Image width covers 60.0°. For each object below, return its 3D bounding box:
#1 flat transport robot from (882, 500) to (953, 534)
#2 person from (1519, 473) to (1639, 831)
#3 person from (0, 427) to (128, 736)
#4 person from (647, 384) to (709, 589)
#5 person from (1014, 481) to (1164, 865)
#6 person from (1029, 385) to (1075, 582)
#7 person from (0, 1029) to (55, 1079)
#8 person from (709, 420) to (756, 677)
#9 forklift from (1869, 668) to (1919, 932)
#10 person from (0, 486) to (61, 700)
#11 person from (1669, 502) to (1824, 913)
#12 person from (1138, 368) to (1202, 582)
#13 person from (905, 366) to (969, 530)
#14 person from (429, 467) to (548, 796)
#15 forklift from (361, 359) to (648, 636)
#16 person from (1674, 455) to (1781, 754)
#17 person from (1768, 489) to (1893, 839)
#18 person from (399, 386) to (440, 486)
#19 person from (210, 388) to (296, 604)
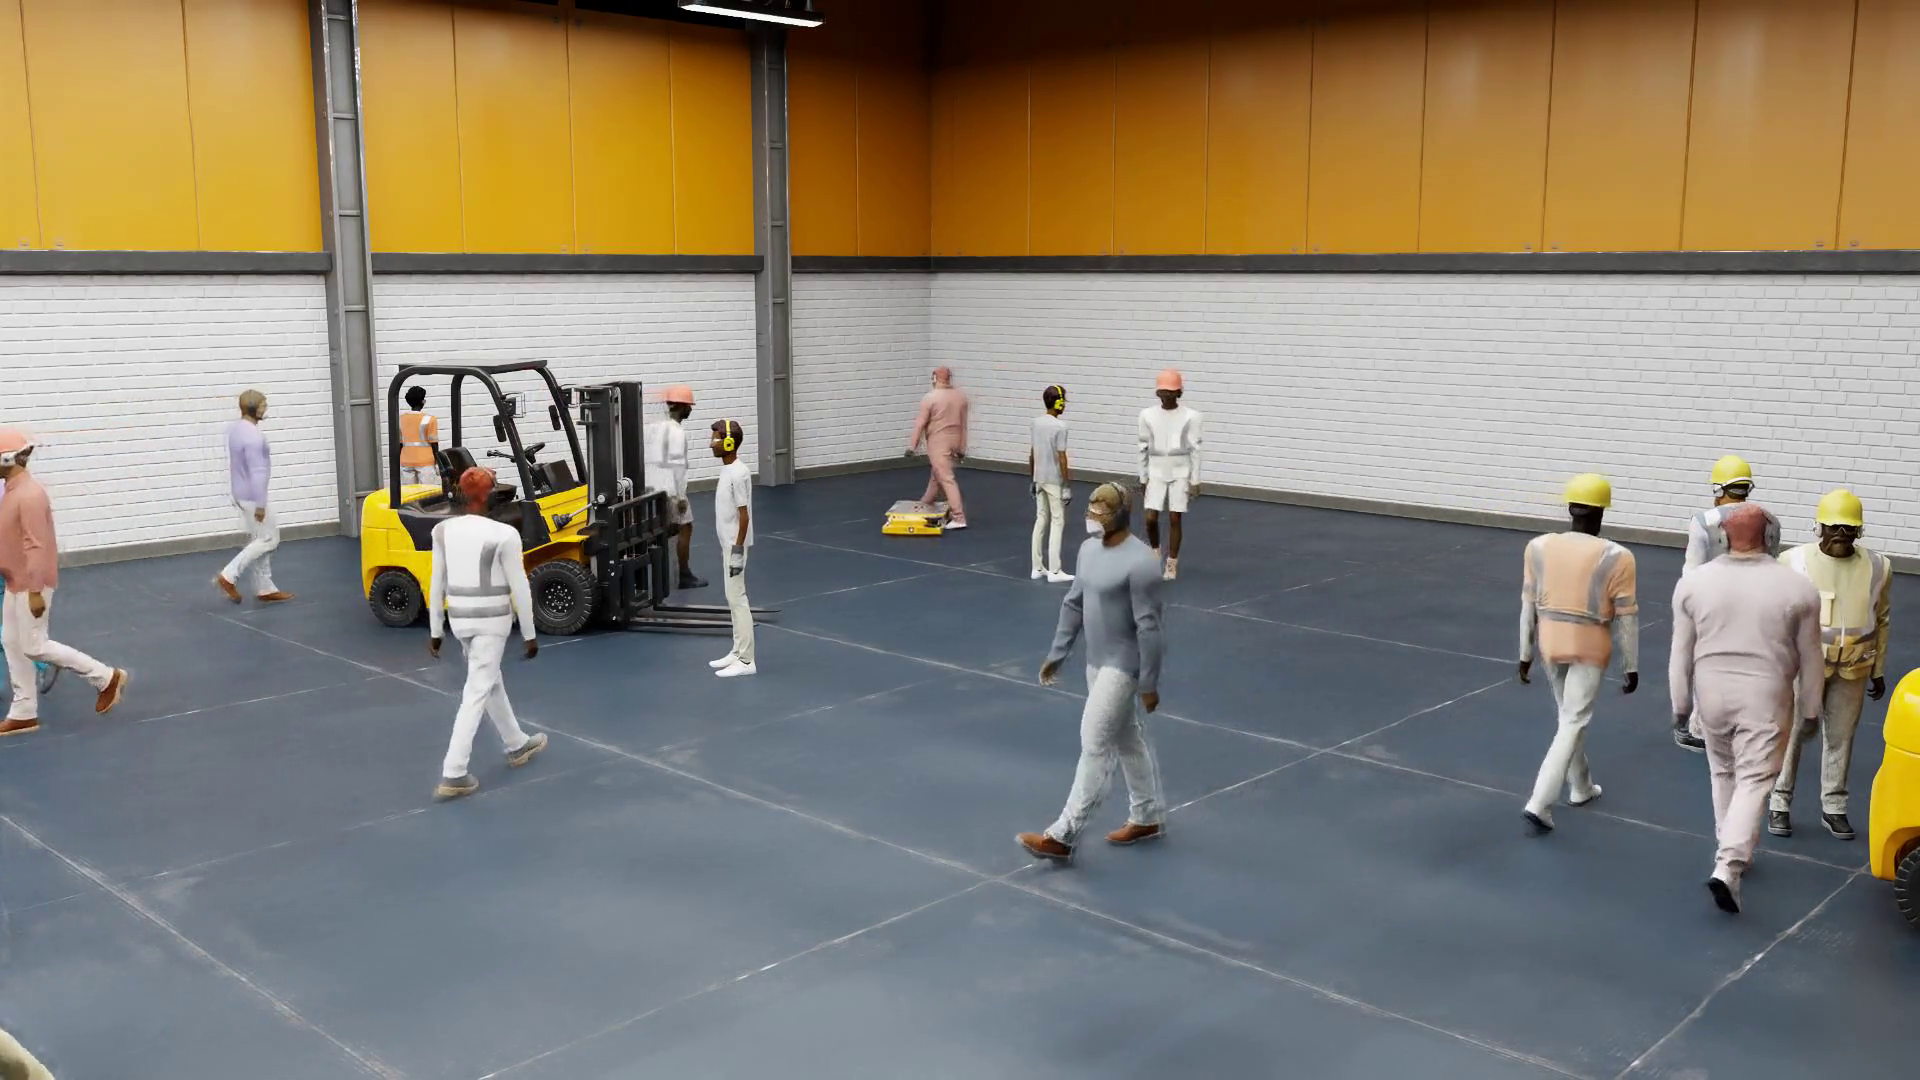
[{"bbox_3d":[-0.466,-0.270,18.976,0.652,0.197,1.431,1,9,5],"label":"flat transport robot"},{"bbox_3d":[3.267,0.580,8.848,0.976,1.886,0.603,-9,13,-44],"label":"person"},{"bbox_3d":[-5.862,0.253,10.609,0.733,1.959,0.626,-8,12,-39],"label":"person"},{"bbox_3d":[-2.724,-0.479,15.267,0.703,1.909,0.581,-4,10,-23],"label":"person"},{"bbox_3d":[0.654,0.657,8.311,0.922,1.897,0.641,-3,10,-20],"label":"person"},{"bbox_3d":[0.859,-0.532,15.750,0.343,1.858,0.535,-7,11,-36],"label":"person"},{"bbox_3d":[-3.301,1.301,5.312,0.824,1.595,0.518,-9,13,-44],"label":"person"},{"bbox_3d":[-1.664,0.057,12.086,0.313,1.869,0.539,-3,10,-15],"label":"person"},{"bbox_3d":[5.205,0.723,7.013,2.313,2.155,1.214,9,13,43],"label":"forklift"},{"bbox_3d":[-6.517,0.216,11.249,0.610,1.822,0.572,-4,10,-25],"label":"person"},{"bbox_3d":[3.651,0.763,7.798,0.656,1.862,0.939,7,12,38],"label":"person"},{"bbox_3d":[1.966,-0.601,15.654,0.613,2.024,0.440,3,10,17],"label":"person"},{"bbox_3d":[-0.268,-1.058,19.011,1.049,1.832,0.664,8,12,41],"label":"person"},{"bbox_3d":[-2.717,0.493,9.531,0.600,1.831,1.007,4,10,23],"label":"person"},{"bbox_3d":[-3.850,-0.407,13.936,2.313,2.155,1.214,2,9,11],"label":"forklift"},{"bbox_3d":[4.669,0.395,10.158,0.591,1.826,0.403,-2,9,-11],"label":"person"},{"bbox_3d":[4.488,0.642,8.612,0.600,1.829,0.404,2,9,11],"label":"person"},{"bbox_3d":[-5.863,-0.820,18.018,0.532,1.694,0.320,3,10,18],"label":"person"},{"bbox_3d":[-6.204,-0.359,14.500,0.598,1.922,0.630,-6,11,-34],"label":"person"}]
